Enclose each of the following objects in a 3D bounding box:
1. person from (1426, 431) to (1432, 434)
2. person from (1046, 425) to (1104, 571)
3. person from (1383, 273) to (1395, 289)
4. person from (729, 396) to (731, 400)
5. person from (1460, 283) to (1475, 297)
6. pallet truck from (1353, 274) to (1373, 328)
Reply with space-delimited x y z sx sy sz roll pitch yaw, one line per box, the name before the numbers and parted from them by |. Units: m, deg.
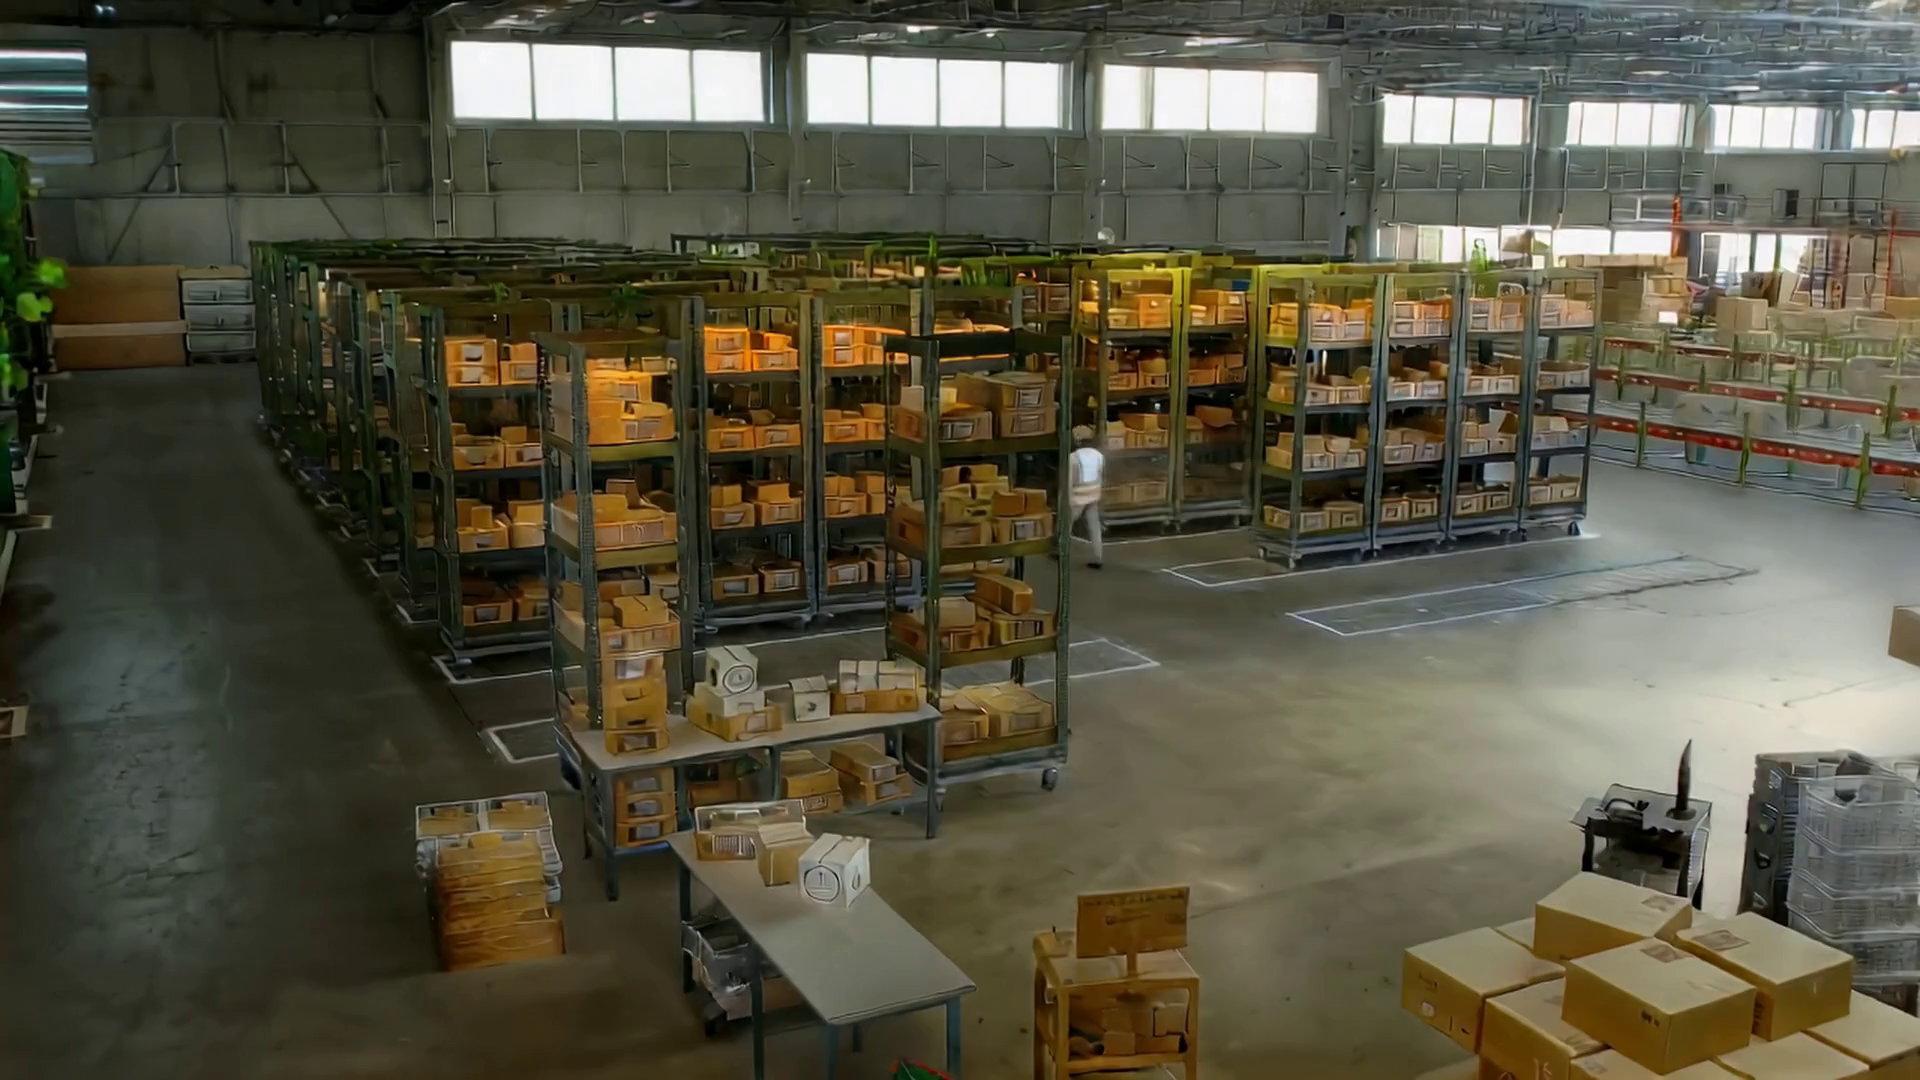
person | 8.188 -2.440 29.168 0.434 1.935 0.628 0 12 0
person | 1.464 -0.541 20.617 0.600 1.780 0.950 -8 15 -34
person | 13.688 -7.655 53.607 0.407 1.910 0.638 -9 15 -35
person | -4.427 -3.065 32.356 0.581 1.804 0.889 -4 13 -18
person | 15.595 -7.251 51.399 0.612 2.043 0.374 -4 13 -18
pallet truck | 13.011 -8.050 55.243 0.823 1.965 1.885 -7 14 -28
